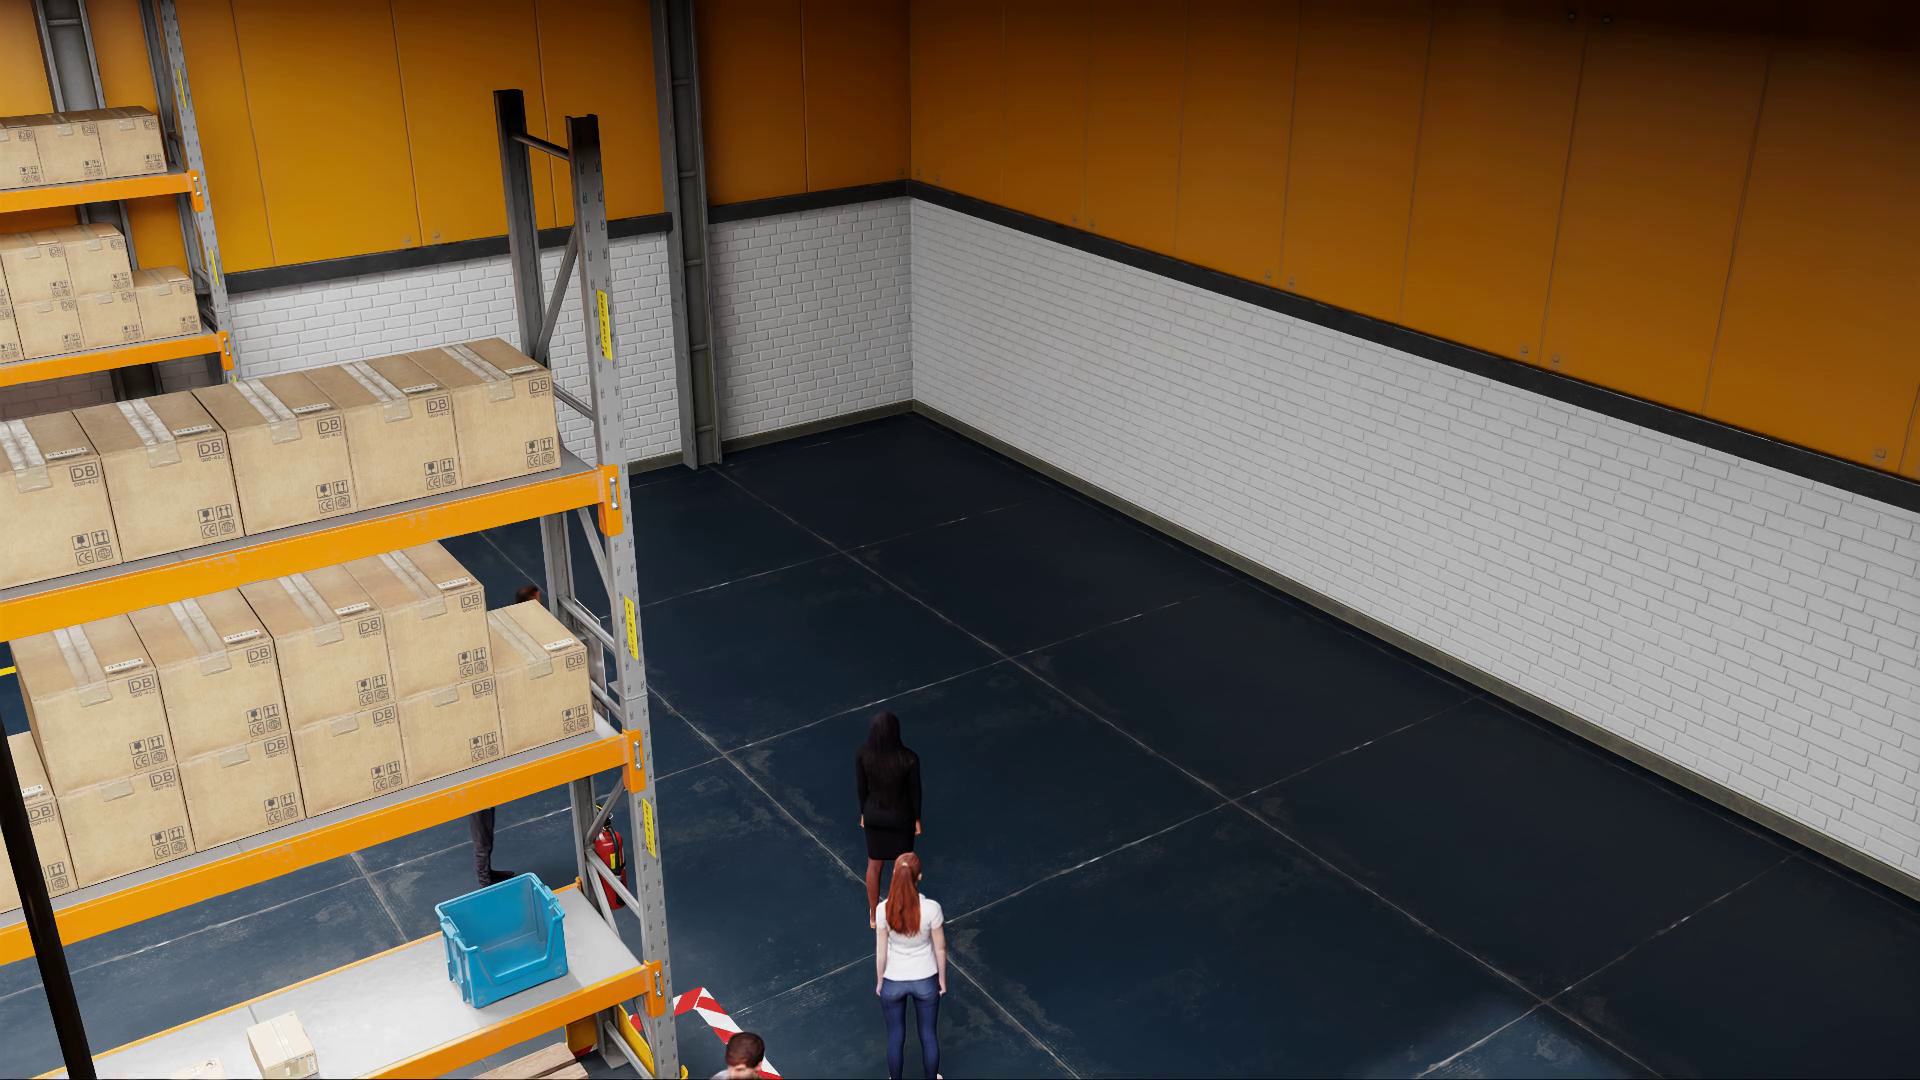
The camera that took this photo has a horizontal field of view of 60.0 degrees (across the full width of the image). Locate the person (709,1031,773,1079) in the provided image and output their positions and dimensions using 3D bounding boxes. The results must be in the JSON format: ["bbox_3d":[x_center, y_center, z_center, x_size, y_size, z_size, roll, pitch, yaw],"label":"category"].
[{"bbox_3d":[-1.054,3.236,8.411,0.734,1.843,0.755,8,25,17],"label":"person"}]

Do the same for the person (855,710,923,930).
[{"bbox_3d":[-0.491,1.935,11.540,0.674,1.720,0.730,4,24,10],"label":"person"}]

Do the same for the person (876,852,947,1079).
[{"bbox_3d":[-0.303,2.634,9.919,0.627,1.737,0.719,0,24,-1],"label":"person"}]
